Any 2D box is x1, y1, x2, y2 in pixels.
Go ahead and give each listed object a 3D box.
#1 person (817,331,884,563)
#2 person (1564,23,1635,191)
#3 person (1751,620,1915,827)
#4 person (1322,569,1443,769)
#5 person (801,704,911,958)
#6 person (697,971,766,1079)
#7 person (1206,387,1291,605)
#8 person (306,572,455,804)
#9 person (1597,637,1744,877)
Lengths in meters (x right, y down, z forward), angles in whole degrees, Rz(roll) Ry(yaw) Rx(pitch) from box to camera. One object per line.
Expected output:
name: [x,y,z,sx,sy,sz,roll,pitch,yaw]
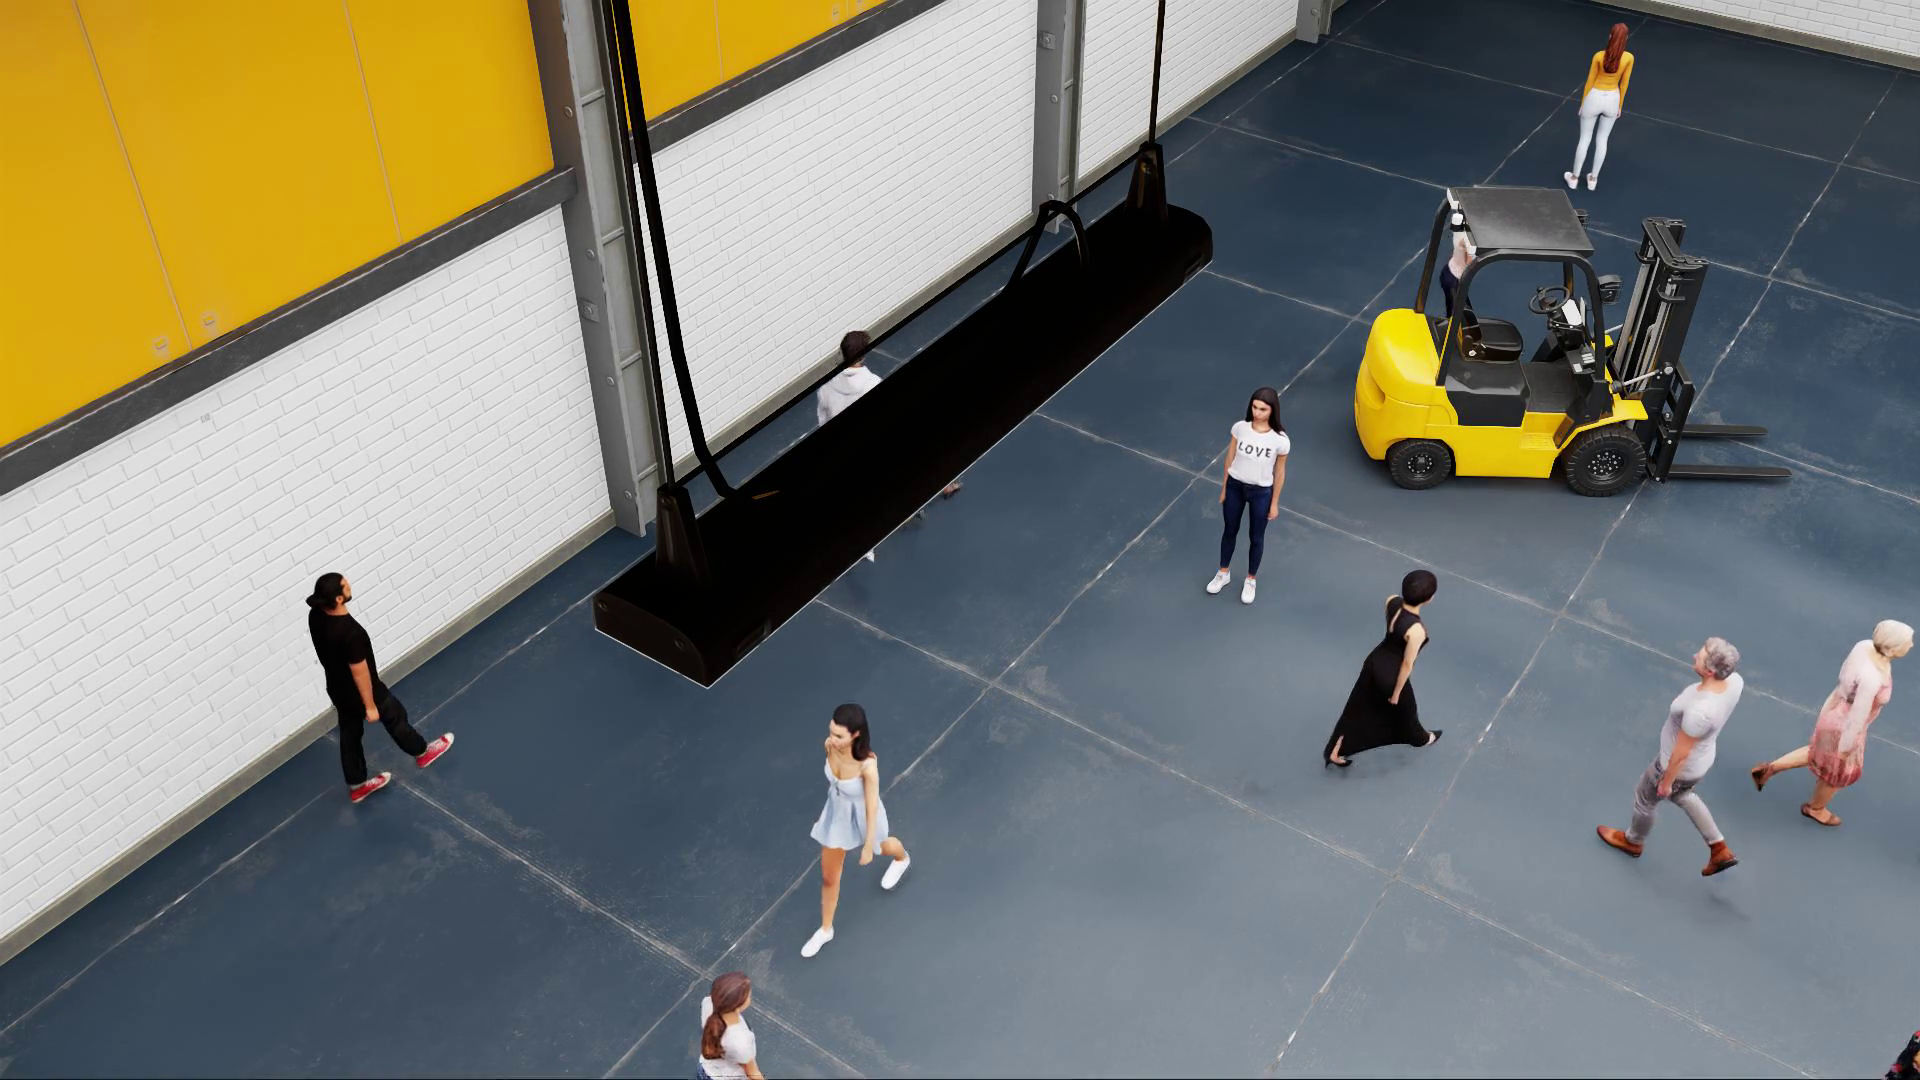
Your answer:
person: [-0.766,-0.607,12.118,1.009,1.914,1.095,-4,39,-5]
person: [6.577,-4.444,17.056,0.648,1.748,0.661,5,39,6]
person: [5.330,1.102,10.170,0.833,1.675,0.867,11,40,14]
person: [2.633,0.882,10.543,1.142,1.554,0.945,-14,41,-17]
person: [-0.528,1.565,9.584,0.602,1.682,1.158,26,45,28]
person: [-1.210,2.709,8.266,0.722,1.540,0.666,-24,45,-27]
person: [2.072,-0.332,11.886,0.618,1.774,0.559,17,42,20]
person: [-3.807,0.965,10.294,0.670,1.734,0.959,26,45,28]
person: [4.336,1.338,9.769,1.039,1.807,0.899,-30,47,-32]
